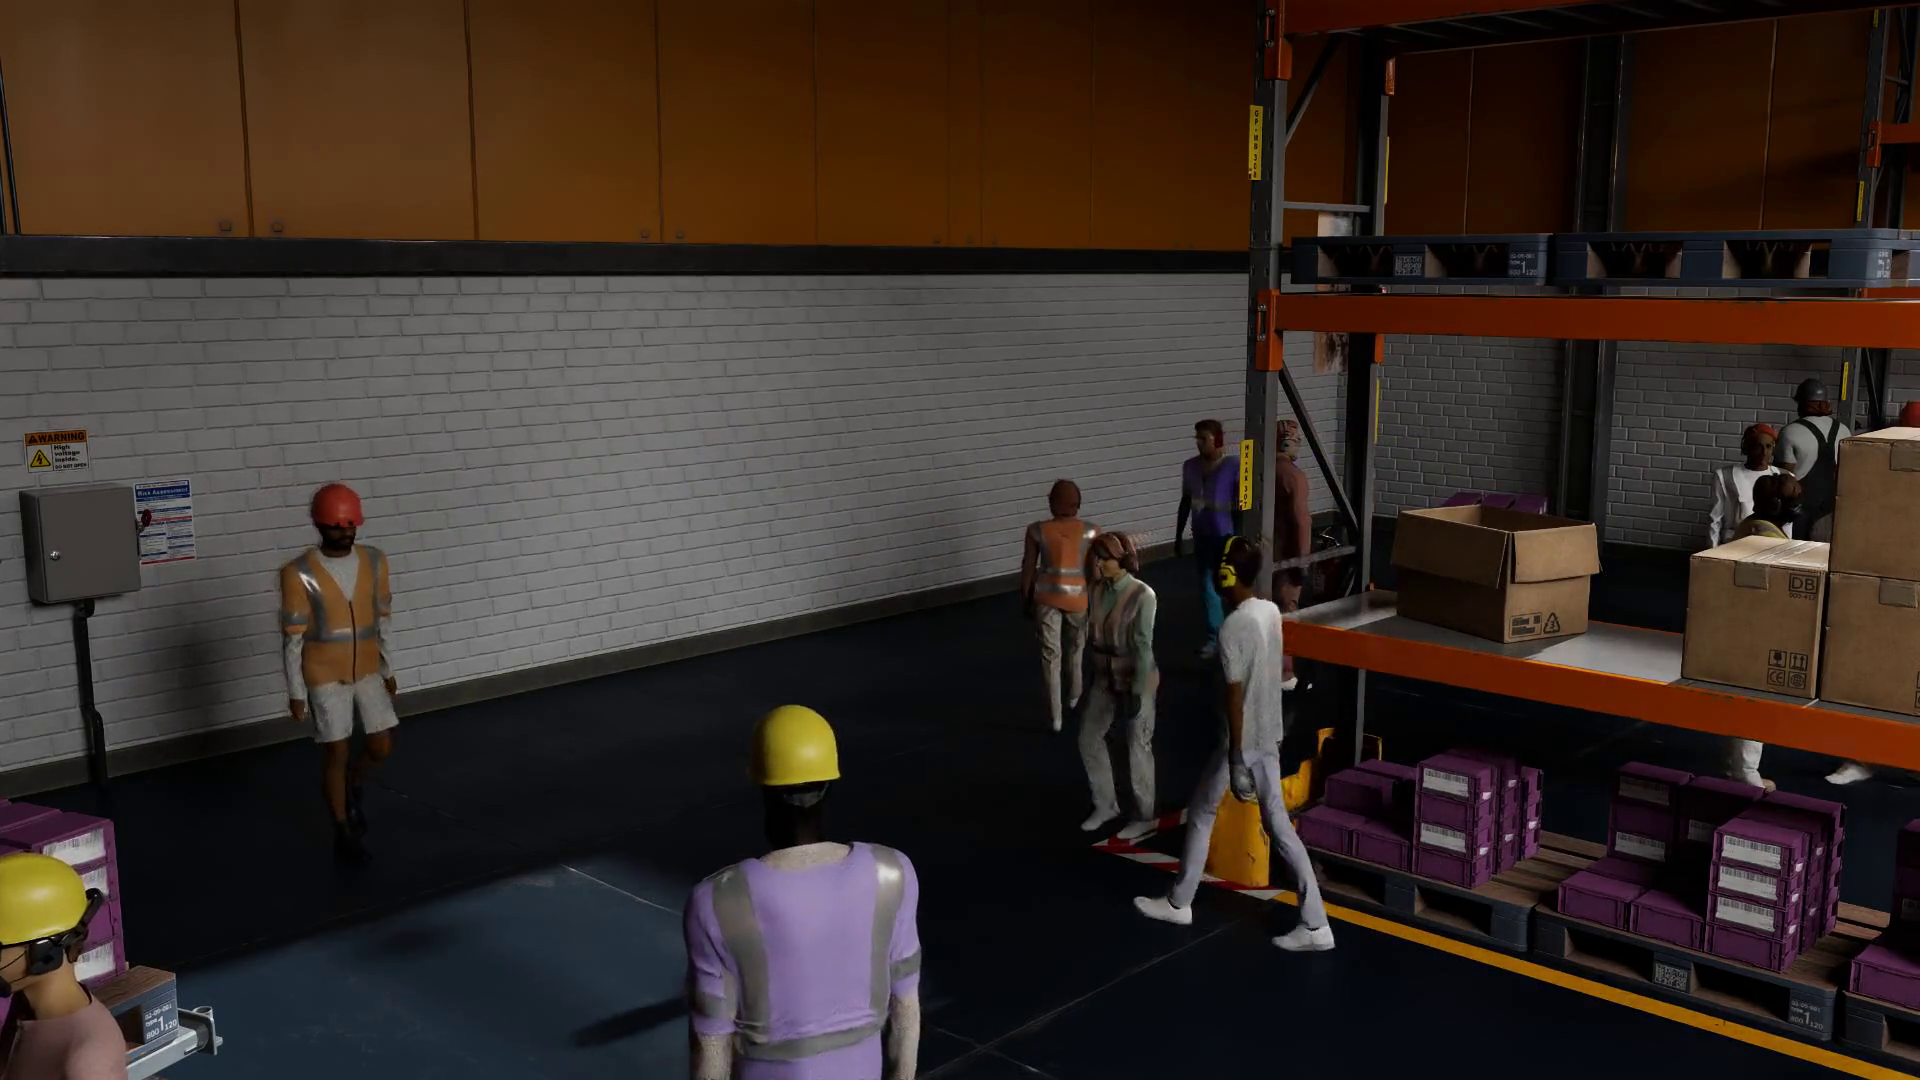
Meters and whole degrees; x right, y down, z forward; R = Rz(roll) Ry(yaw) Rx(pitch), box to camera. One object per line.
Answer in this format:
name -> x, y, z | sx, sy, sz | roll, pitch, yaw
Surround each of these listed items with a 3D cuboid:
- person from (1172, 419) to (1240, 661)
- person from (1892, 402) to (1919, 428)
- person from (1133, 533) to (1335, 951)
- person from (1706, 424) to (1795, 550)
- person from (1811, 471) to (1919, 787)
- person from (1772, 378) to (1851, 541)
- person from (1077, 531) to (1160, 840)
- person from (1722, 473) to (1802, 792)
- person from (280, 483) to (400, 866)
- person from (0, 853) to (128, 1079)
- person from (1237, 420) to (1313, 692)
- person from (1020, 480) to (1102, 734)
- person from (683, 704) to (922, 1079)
person -> 1.863, 0.002, 12.579 | 0.651, 1.820, 0.574 | -8, 12, -40
person -> 6.940, -0.011, 12.127 | 0.623, 1.989, 0.400 | -9, 13, -43
person -> 1.241, 0.877, 7.249 | 0.959, 1.820, 0.485 | 9, 13, 43
person -> 5.500, 0.129, 11.604 | 0.576, 1.883, 0.351 | 1, 9, 5
person -> 5.186, 0.501, 9.408 | 0.796, 1.861, 0.470 | 9, 13, 42
person -> 7.116, -0.355, 14.087 | 0.688, 2.000, 0.539 | -2, 10, -14
person -> 0.813, 0.757, 8.560 | 0.474, 1.620, 0.547 | -7, 12, -38
person -> 4.435, 0.543, 9.192 | 0.430, 1.845, 0.624 | 3, 10, 18
person -> -3.068, 0.657, 8.254 | 0.488, 1.916, 0.575 | 9, 13, 44
person -> -1.888, 1.509, 3.504 | 0.314, 1.767, 0.534 | -9, 13, -43
person -> 2.237, 0.107, 11.675 | 0.403, 1.904, 0.651 | -6, 11, -31
person -> 0.661, 0.403, 10.784 | 0.538, 1.585, 0.848 | 1, 9, 4
person -> -0.384, 1.344, 4.027 | 0.594, 1.923, 0.384 | -5, 10, -27
